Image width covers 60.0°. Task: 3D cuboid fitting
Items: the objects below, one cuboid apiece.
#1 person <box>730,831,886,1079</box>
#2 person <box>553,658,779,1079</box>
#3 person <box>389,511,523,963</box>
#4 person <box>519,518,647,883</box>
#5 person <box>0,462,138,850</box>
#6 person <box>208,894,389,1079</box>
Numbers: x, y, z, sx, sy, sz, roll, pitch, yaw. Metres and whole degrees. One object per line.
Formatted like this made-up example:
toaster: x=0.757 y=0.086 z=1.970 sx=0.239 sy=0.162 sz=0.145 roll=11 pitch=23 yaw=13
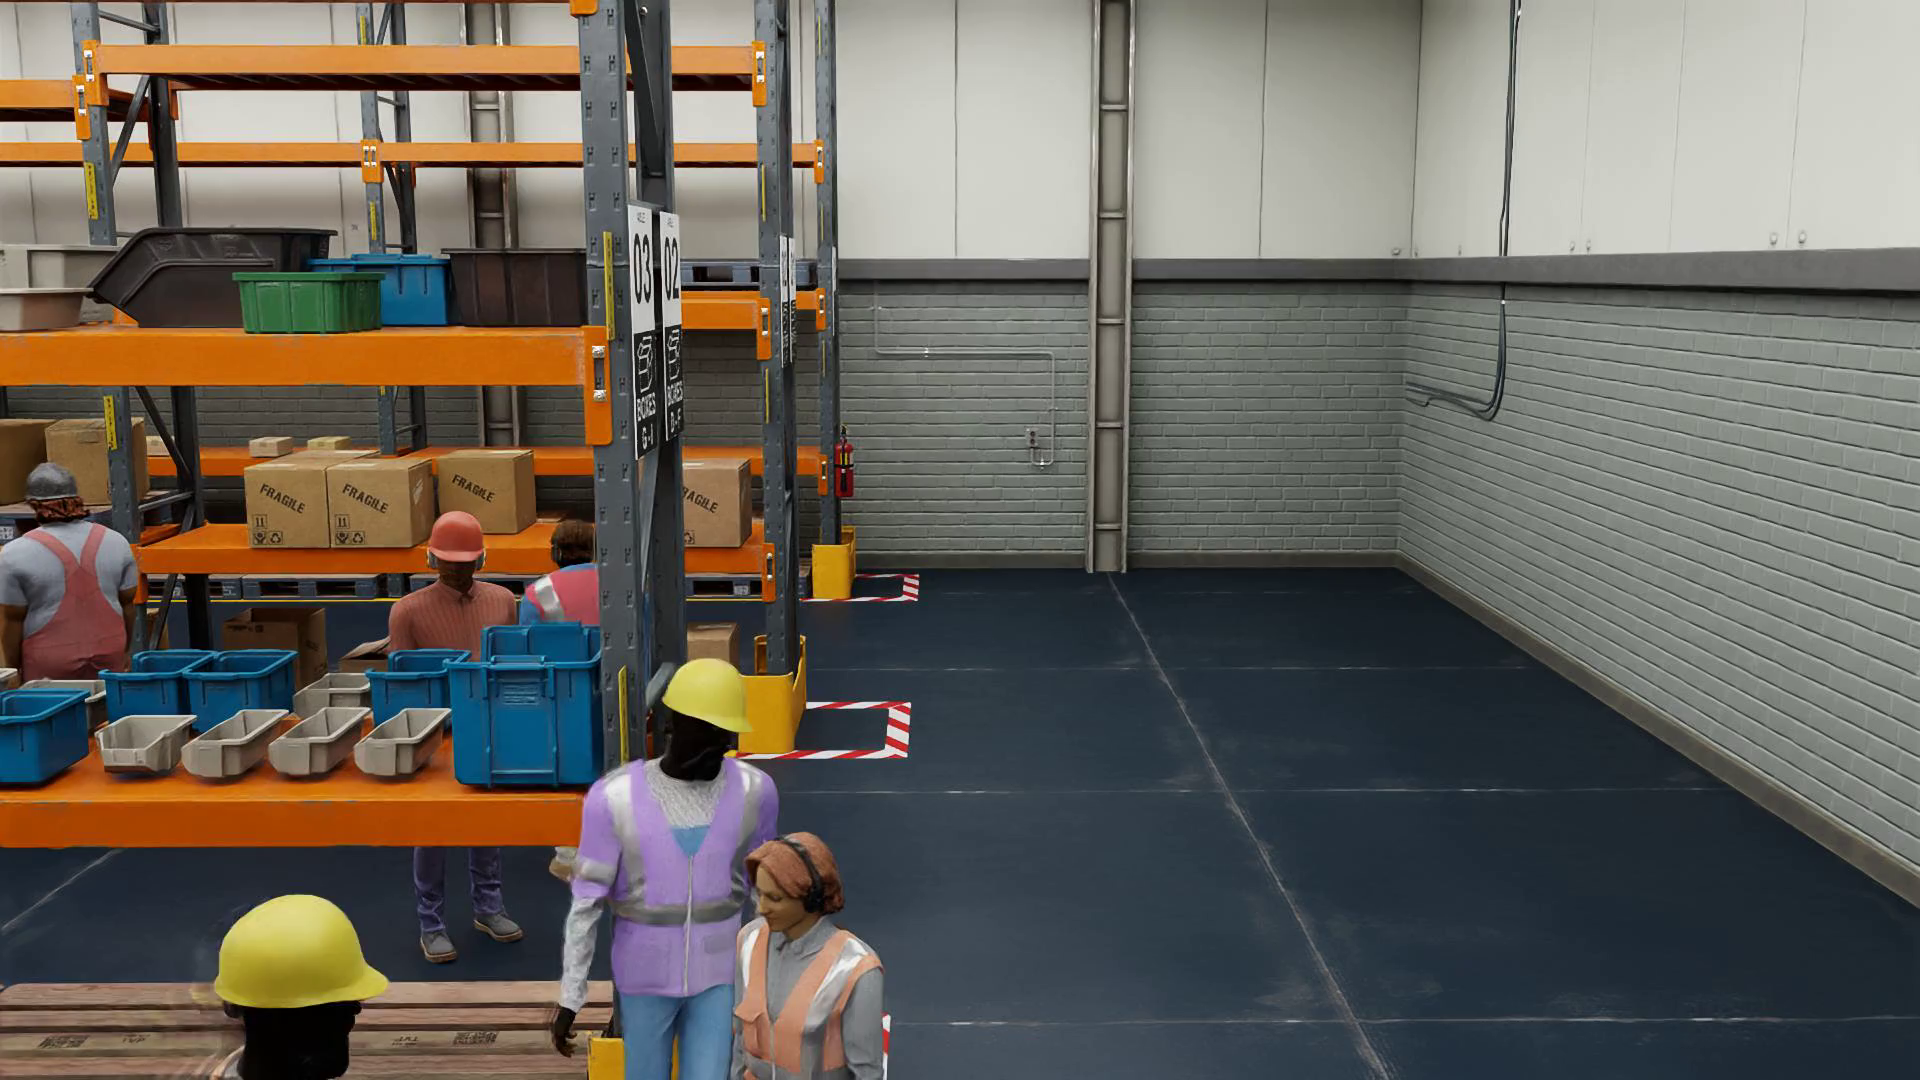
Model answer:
person: x=-0.386 y=1.534 z=4.278 sx=0.526 sy=1.632 sz=0.312 roll=8 pitch=12 yaw=39
person: x=-0.863 y=1.287 z=4.972 sx=0.696 sy=1.905 sz=0.566 roll=-3 pitch=10 yaw=-19
person: x=-2.197 y=0.852 z=7.358 sx=0.623 sy=1.986 sz=0.397 roll=-9 pitch=13 yaw=-44
person: x=-1.883 y=0.795 z=8.273 sx=0.664 sy=1.806 sz=0.438 roll=-6 pitch=11 yaw=-31
person: x=-4.734 y=0.591 z=8.802 sx=0.535 sy=2.000 sz=0.683 roll=7 pitch=12 yaw=38
person: x=-1.328 y=1.588 z=3.116 sx=0.766 sy=1.900 sz=0.595 roll=-2 pitch=10 yaw=-13
